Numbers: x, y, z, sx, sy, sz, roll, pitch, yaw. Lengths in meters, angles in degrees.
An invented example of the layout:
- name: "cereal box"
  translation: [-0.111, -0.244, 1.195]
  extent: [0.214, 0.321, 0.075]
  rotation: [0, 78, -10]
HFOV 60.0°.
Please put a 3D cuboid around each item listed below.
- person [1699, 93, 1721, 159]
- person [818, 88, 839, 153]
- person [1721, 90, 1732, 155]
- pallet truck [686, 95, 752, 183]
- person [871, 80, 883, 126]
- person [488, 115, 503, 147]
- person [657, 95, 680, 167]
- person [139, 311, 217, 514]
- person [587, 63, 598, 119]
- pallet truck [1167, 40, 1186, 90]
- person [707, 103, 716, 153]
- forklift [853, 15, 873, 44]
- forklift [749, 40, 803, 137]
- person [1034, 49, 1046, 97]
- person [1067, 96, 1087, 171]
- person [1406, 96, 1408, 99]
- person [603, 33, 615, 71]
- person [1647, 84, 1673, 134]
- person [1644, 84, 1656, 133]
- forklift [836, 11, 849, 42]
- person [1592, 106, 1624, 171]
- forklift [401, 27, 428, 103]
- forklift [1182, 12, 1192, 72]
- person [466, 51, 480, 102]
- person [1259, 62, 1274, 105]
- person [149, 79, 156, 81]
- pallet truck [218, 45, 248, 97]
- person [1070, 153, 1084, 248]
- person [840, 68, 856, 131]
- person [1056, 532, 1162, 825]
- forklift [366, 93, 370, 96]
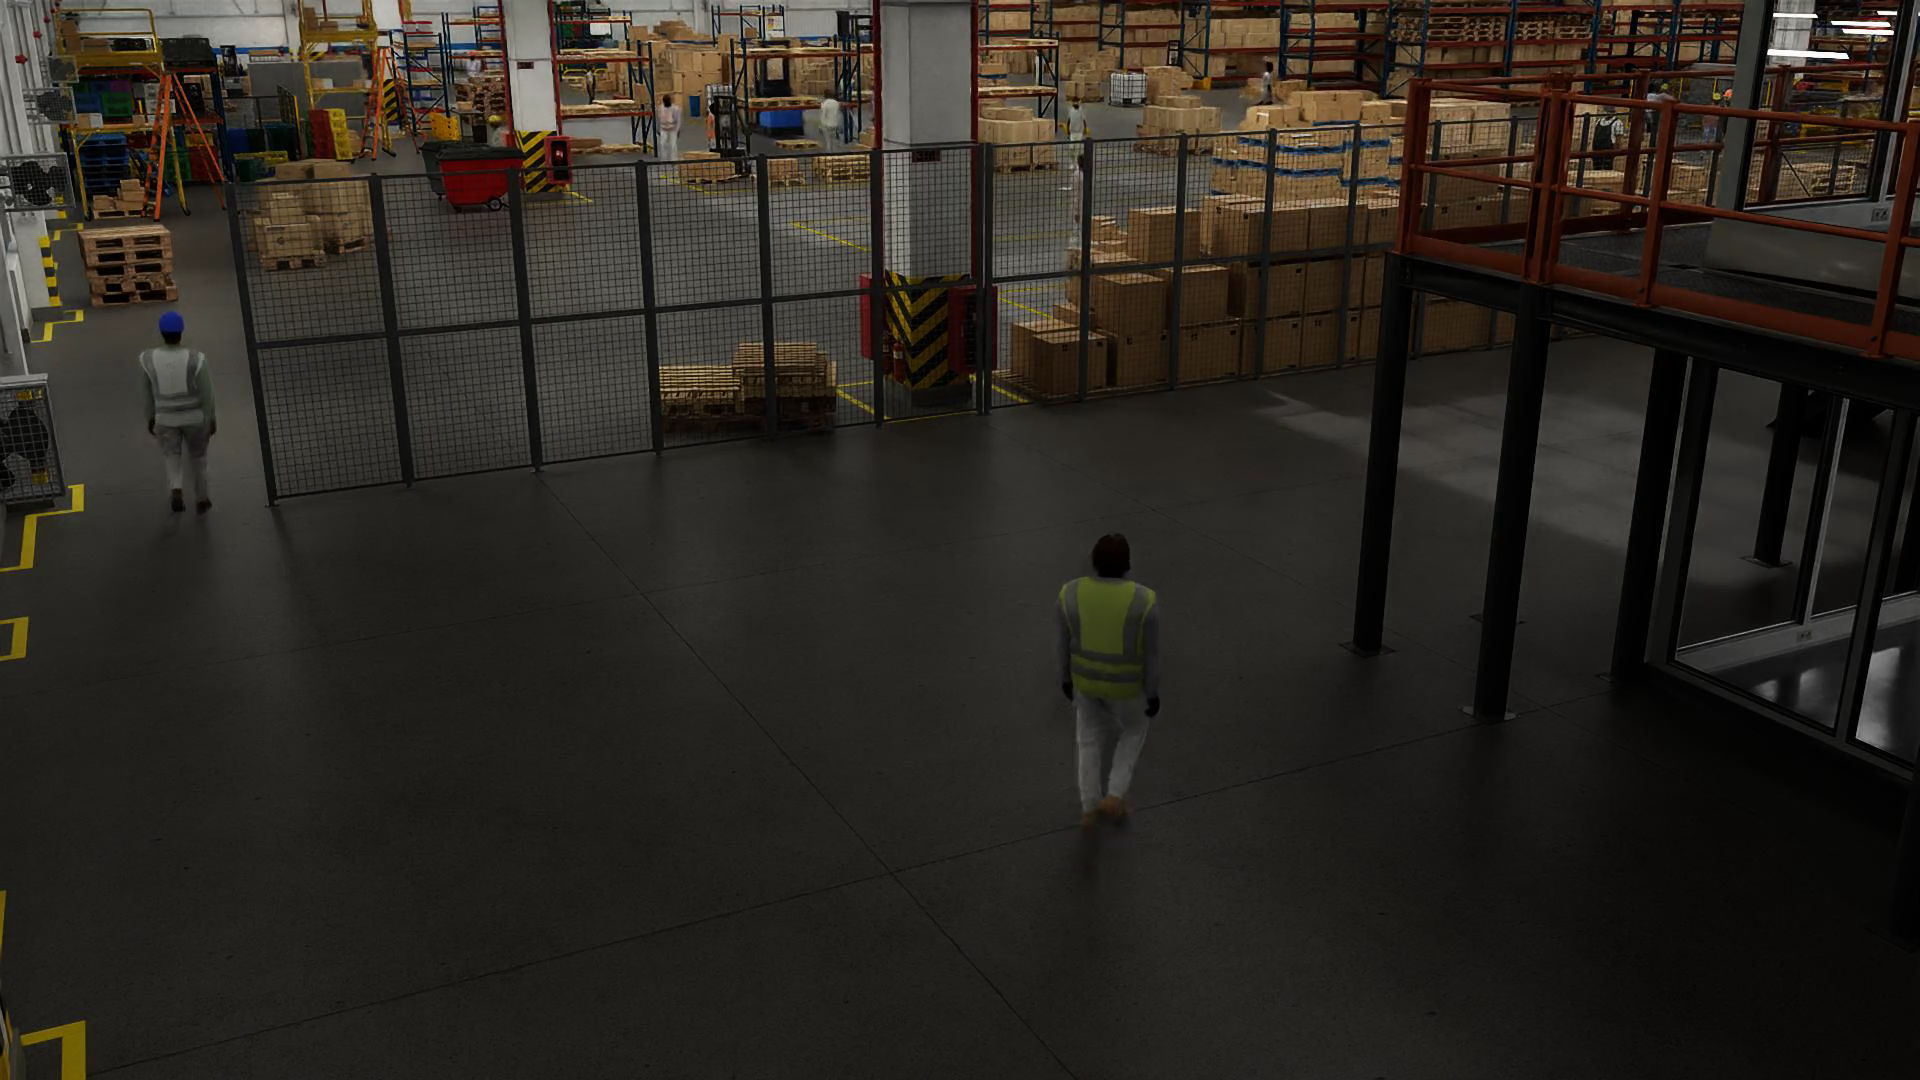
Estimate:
- name: "person"
  translation: [19.973, -10.965, 44.138]
  extent: [0.530, 1.767, 0.328]
  rotation: [3, 19, 7]
- name: "person"
  translation: [-3.458, -10.792, 43.394]
  extent: [0.480, 1.924, 0.660]
  rotation: [14, 23, 35]
- name: "person"
  translation: [19.350, -10.347, 42.000]
  extent: [0.379, 1.996, 0.610]
  rotation: [12, 22, 30]
- name: "pallet truck"
  translation: [-5.836, -9.608, 39.856]
  extent: [0.823, 1.965, 1.885]
  rotation: [10, 22, 27]
- name: "person"
  translation: [-2.245, -12.048, 47.102]
  extent: [0.619, 1.878, 0.589]
  rotation: [6, 20, 18]
- name: "person"
  translation: [-10.552, -8.900, 38.216]
  extent: [0.777, 1.718, 0.487]
  rotation: [-14, 24, -36]
- name: "person"
  translation: [-7.508, -10.497, 42.733]
  extent: [0.654, 1.796, 0.934]
  rotation: [1, 19, 4]
- name: "person"
  translation: [-7.233, -1.161, 15.465]
  extent: [0.639, 1.931, 0.464]
  rotation: [-5, 20, -14]
- name: "person"
  translation: [-12.476, -15.228, 56.398]
  extent: [0.346, 1.837, 0.510]
  rotation: [-2, 19, -5]
- name: "pallet truck"
  translation: [9.045, -19.971, 69.895]
  extent: [0.823, 1.965, 1.885]
  rotation: [-3, 19, -8]
- name: "person"
  translation: [-6.188, -10.116, 41.796]
  extent: [0.322, 1.692, 0.534]
  rotation: [-10, 21, -27]
- name: "forklift"
  translation: [-4.350, -22.471, 75.809]
  extent: [1.129, 2.768, 1.873]
  rotation: [-10, 21, -26]
- name: "forklift"
  translation: [-5.617, -13.773, 50.597]
  extent: [1.129, 2.768, 1.873]
  rotation: [-9, 21, -25]
- name: "person"
  translation: [3.134, -18.454, 65.701]
  extent: [0.517, 1.865, 0.327]
  rotation: [12, 22, 30]
- name: "person"
  translation: [2.950, -10.247, 41.962]
  extent: [0.543, 1.838, 0.714]
  rotation: [3, 19, 10]
- name: "person"
  translation: [12.672, -11.810, 46.422]
  extent: [0.556, 1.896, 1.014]
  rotation: [6, 20, 16]
- name: "person"
  translation: [-16.757, -23.224, 79.429]
  extent: [0.381, 1.932, 0.636]
  rotation: [15, 24, 37]
- name: "person"
  translation: [19.791, -11.985, 47.063]
  extent: [0.602, 1.778, 0.909]
  rotation: [2, 19, 6]
- name: "person"
  translation: [20.210, -12.578, 48.969]
  extent: [0.552, 1.646, 0.868]
  rotation: [3, 19, 8]
- name: "forklift"
  translation: [-5.867, -25.020, 83.198]
  extent: [1.873, 2.768, 1.129]
  rotation: [-9, 21, -25]
- name: "person"
  translation: [14.556, -8.863, 37.630]
  extent: [0.539, 2.000, 0.688]
  rotation: [-12, 22, -32]
- name: "forklift"
  translation: [-20.775, -17.590, 61.662]
  extent: [1.873, 2.768, 1.129]
  rotation: [-9, 21, -25]
- name: "forklift"
  translation: [11.212, -24.278, 81.048]
  extent: [1.873, 2.768, 1.129]
  rotation: [-9, 21, -25]
- name: "person"
  translation: [-18.468, -17.563, 63.050]
  extent: [0.570, 1.902, 0.822]
  rotation: [1, 19, 2]
- name: "person"
  translation: [10.228, -15.001, 55.614]
  extent: [1.010, 1.921, 0.621]
  rotation: [2, 19, 6]
- name: "person"
  translation: [-24.912, -13.440, 51.519]
  extent: [0.515, 1.634, 0.314]
  rotation: [11, 22, 29]
- name: "pallet truck"
  translation: [-28.879, -18.665, 66.111]
  extent: [0.823, 1.965, 1.885]
  rotation: [-3, 19, -9]
- name: "person"
  translation: [2.077, -5.602, 28.333]
  extent: [0.373, 1.940, 0.628]
  rotation: [8, 21, 21]
- name: "person"
  translation: [-3.510, -13.768, 52.039]
  extent: [0.589, 1.917, 0.392]
  rotation: [13, 23, 33]
- name: "person"
  translation: [0.884, 0.835, 9.841]
  extent: [0.656, 1.825, 0.450]
  rotation: [7, 20, 20]
- name: "forklift"
  translation: [-22.514, -19.021, 65.808]
  extent: [1.129, 2.768, 1.873]
  rotation: [14, 23, 35]
